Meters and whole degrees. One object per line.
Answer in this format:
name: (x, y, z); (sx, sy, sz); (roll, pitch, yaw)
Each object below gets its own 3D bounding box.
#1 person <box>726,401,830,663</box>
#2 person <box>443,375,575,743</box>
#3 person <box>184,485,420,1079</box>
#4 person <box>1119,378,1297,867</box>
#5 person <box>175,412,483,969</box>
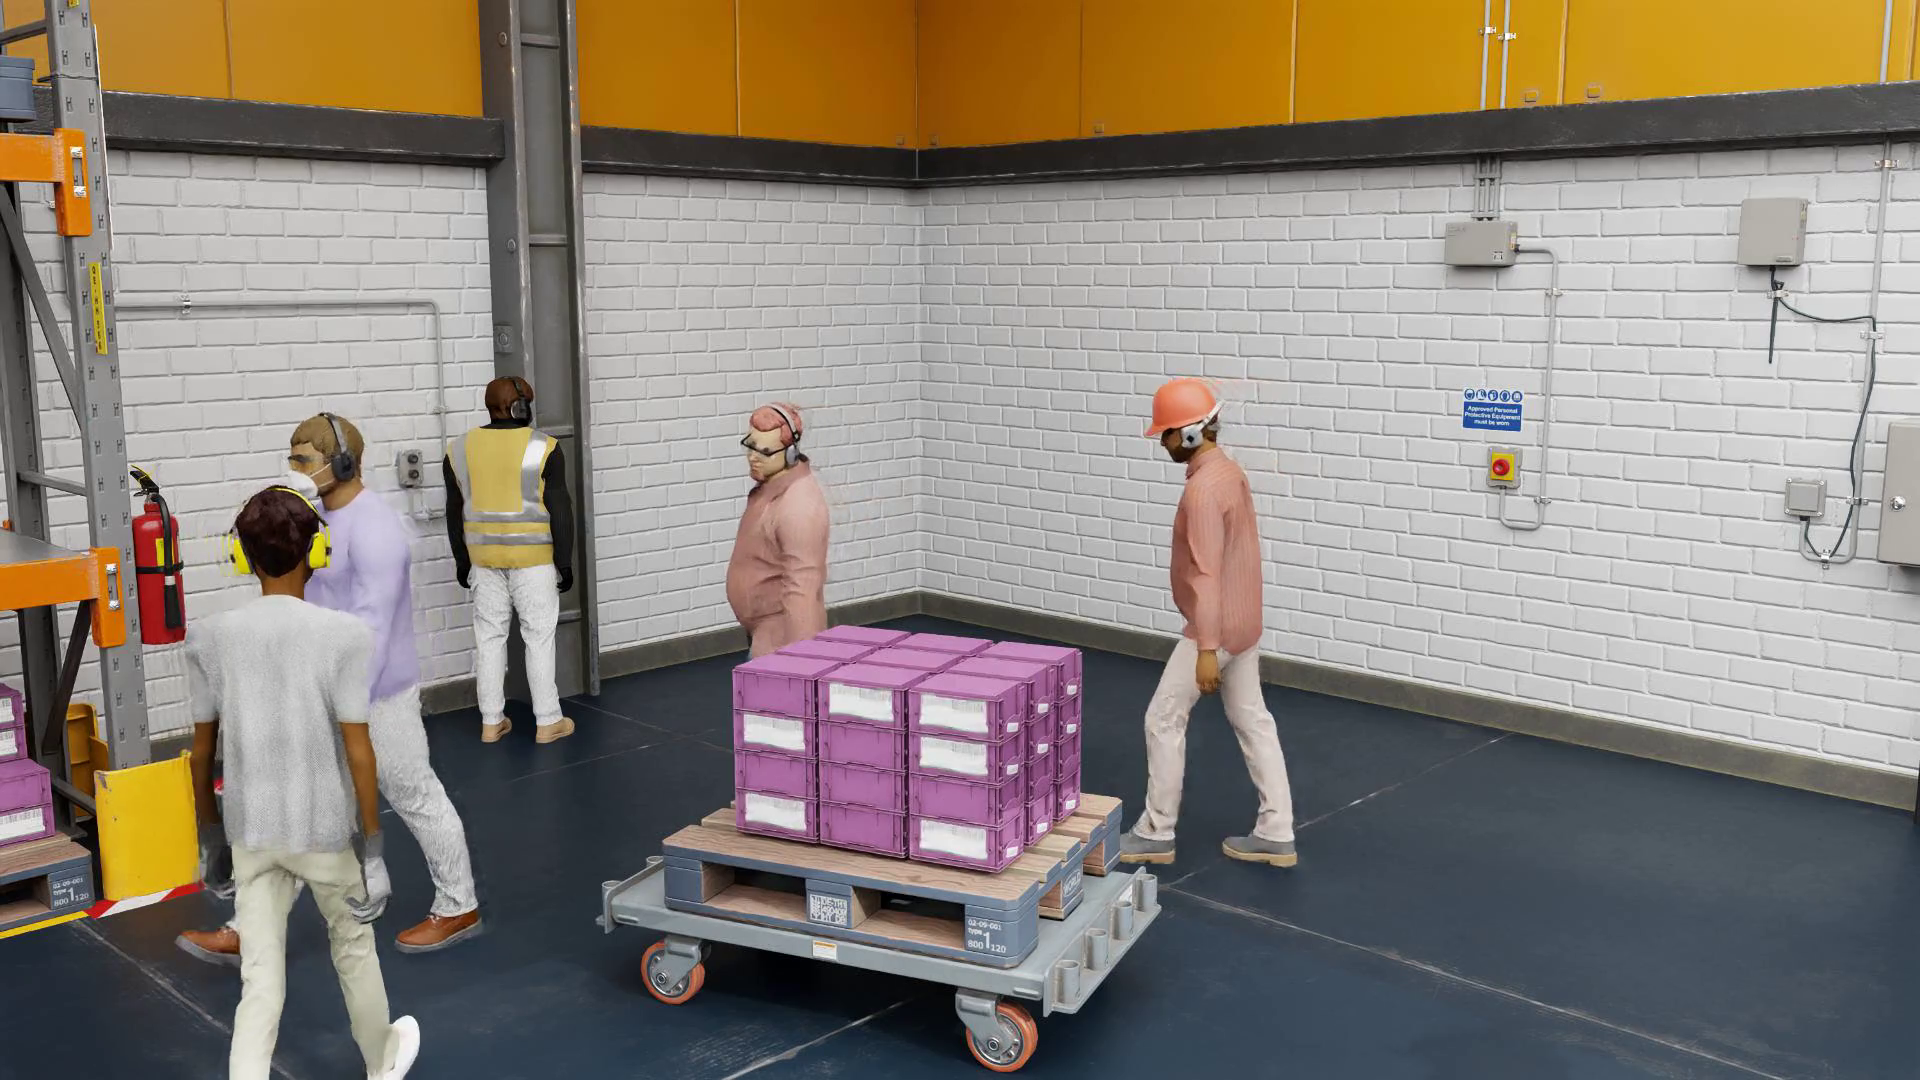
person: (-0.627, 0.373, 6.553); (0.789, 1.867, 0.670); (-1, 9, -7)
person: (-2.226, 0.100, 8.313); (0.634, 1.839, 0.429); (1, 9, 6)
person: (-1.733, 0.768, 4.346); (0.544, 1.800, 0.982); (0, 9, -3)
person: (0.926, 0.341, 6.519); (0.895, 1.931, 0.741); (4, 10, 21)
person: (-2.090, 0.526, 5.541); (1.014, 1.884, 0.648); (-8, 12, -39)
